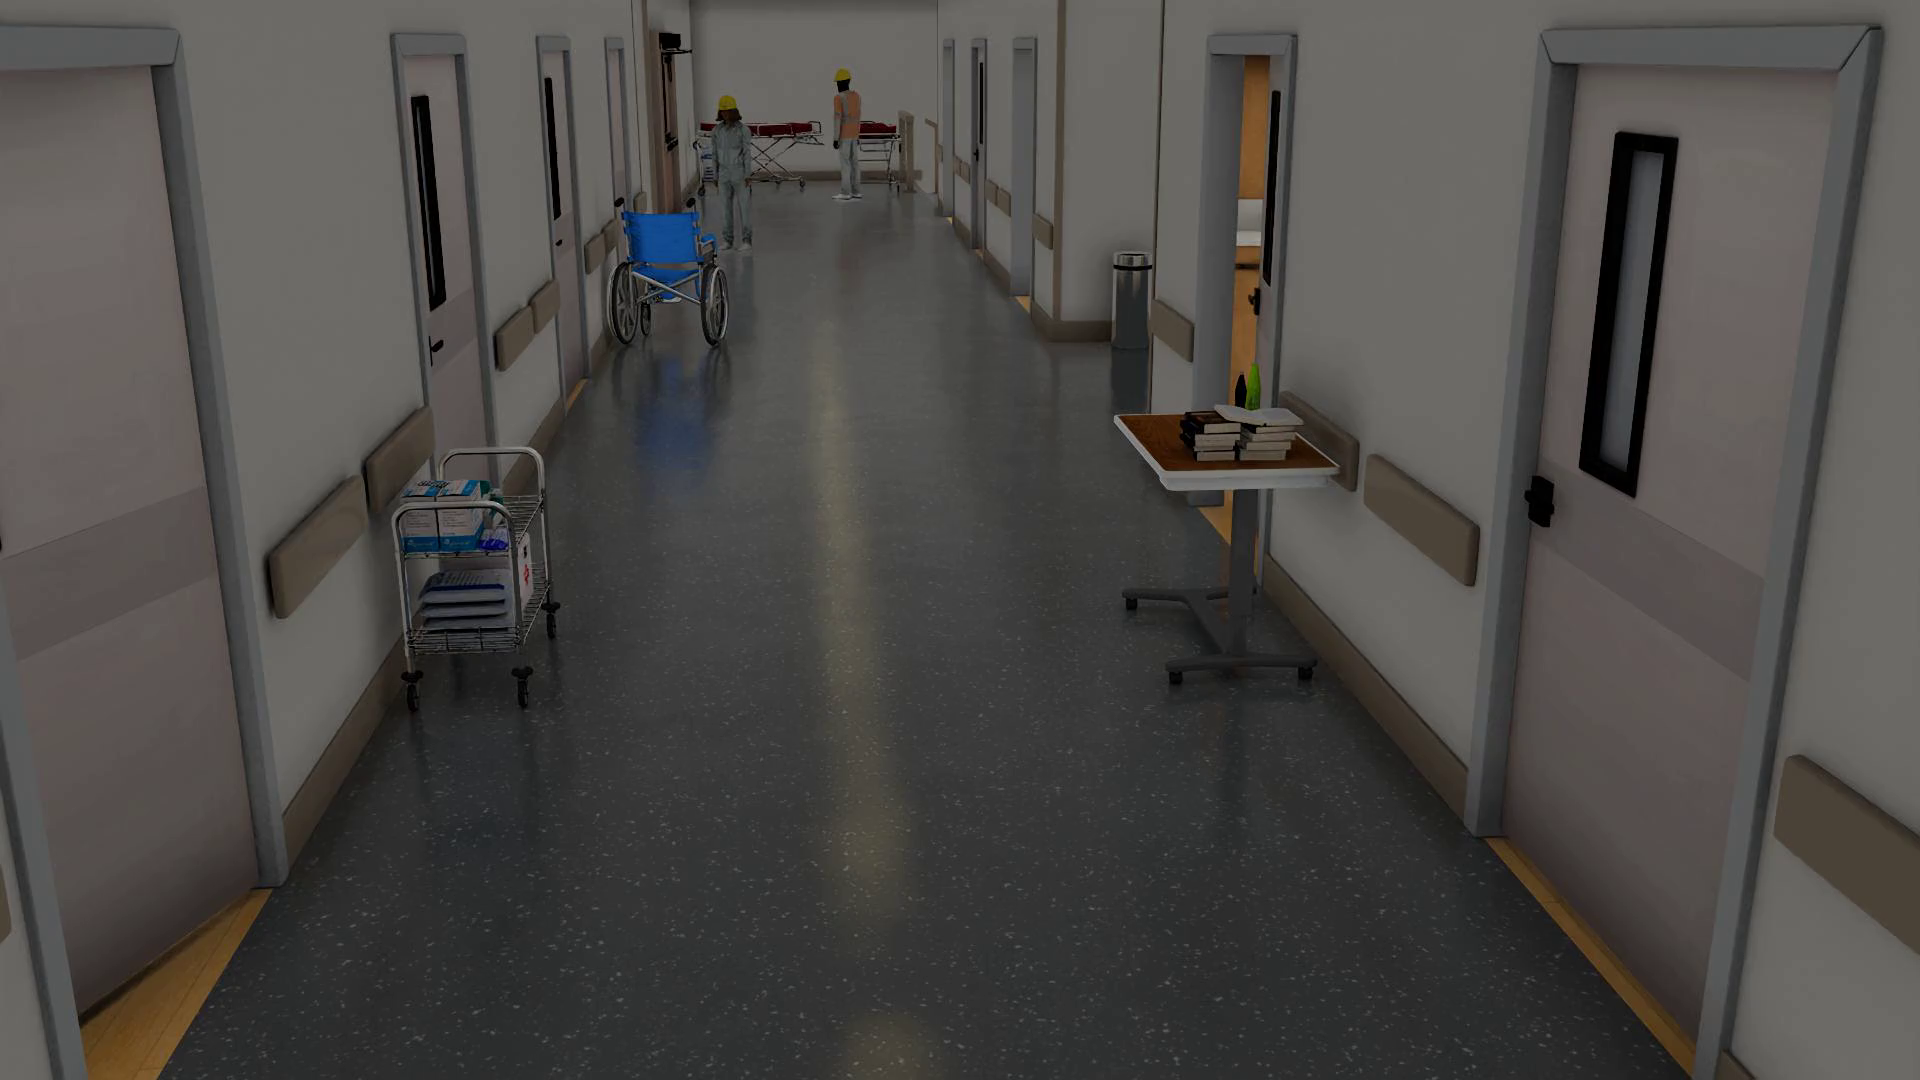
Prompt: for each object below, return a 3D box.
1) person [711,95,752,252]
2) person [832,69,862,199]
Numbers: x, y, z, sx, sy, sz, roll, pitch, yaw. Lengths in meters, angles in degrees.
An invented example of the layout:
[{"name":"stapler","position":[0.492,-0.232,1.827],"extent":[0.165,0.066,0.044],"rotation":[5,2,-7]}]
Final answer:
[{"name":"person","position":[-2.578,-4.129,18.782],"extent":[0.486,1.734,0.350],"rotation":[5,17,15]},{"name":"person","position":[-1.721,-6.112,25.091],"extent":[0.398,1.920,0.586],"rotation":[11,20,32]}]
